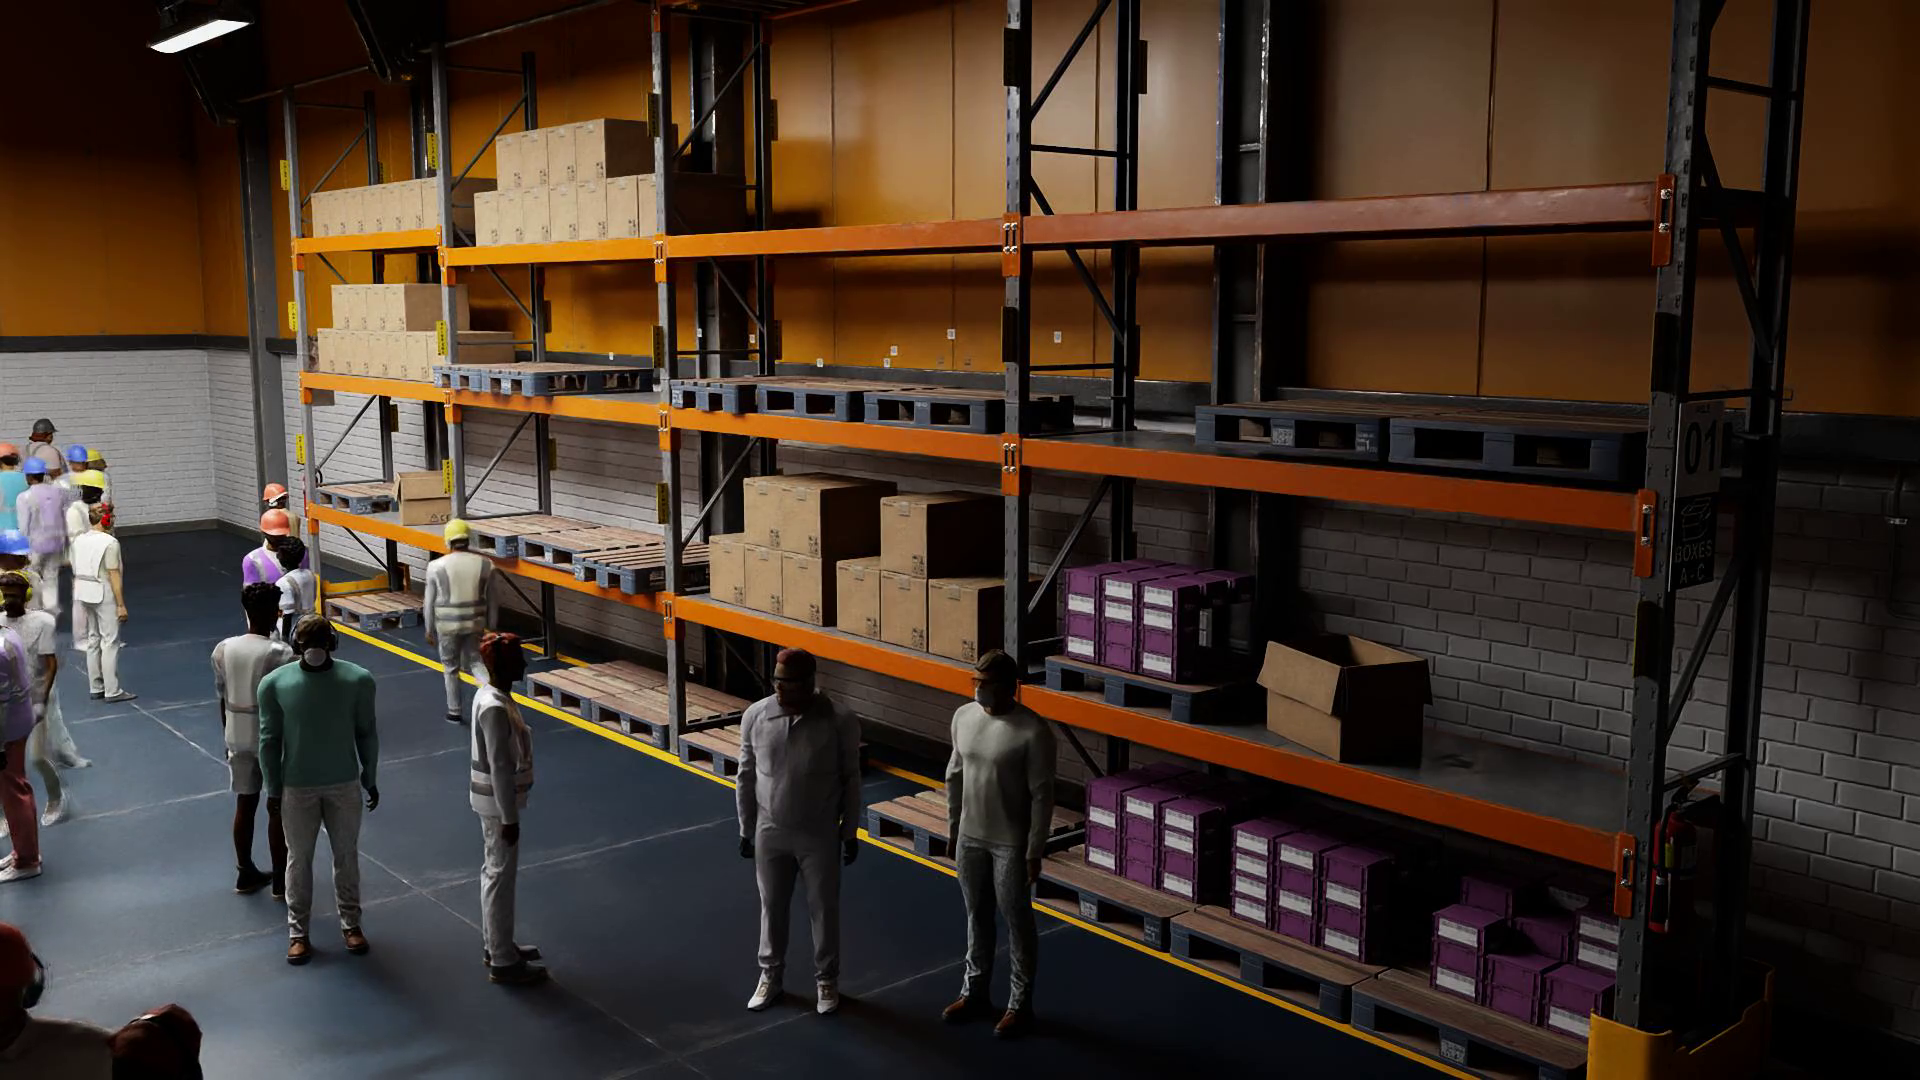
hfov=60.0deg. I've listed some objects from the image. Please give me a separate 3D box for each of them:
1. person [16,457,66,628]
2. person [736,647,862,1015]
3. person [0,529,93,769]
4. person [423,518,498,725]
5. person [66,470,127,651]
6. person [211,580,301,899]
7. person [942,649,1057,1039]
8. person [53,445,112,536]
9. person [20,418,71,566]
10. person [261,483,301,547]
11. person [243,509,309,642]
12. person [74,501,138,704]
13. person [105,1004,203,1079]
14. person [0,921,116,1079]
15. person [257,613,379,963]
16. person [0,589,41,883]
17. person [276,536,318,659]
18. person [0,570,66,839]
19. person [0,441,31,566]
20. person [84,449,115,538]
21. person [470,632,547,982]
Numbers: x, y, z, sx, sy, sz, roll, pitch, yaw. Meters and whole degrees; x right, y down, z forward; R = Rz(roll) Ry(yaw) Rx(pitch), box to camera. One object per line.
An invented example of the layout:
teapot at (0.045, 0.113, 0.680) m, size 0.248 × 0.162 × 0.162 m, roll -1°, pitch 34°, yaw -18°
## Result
person at (-10.124, 0.050, 18.364) m, size 0.466 × 1.929 × 0.619 m, roll 3°, pitch 9°, yaw 22°
person at (-0.832, 1.483, 8.509) m, size 0.650 × 1.904 × 0.401 m, roll 1°, pitch 8°, yaw 7°
person at (-7.313, 0.856, 12.878) m, size 0.961 × 1.904 × 0.620 m, roll 3°, pitch 9°, yaw 18°
person at (-4.250, 0.712, 14.180) m, size 0.611 × 1.810 × 0.555 m, roll -5°, pitch 10°, yaw -30°
person at (-8.978, 0.221, 17.289) m, size 0.660 × 1.895 × 0.624 m, roll 0°, pitch 8°, yaw 3°
person at (-4.257, 1.219, 10.177) m, size 0.598 × 1.958 × 0.369 m, roll 2°, pitch 8°, yaw 15°
person at (0.183, 1.496, 8.305) m, size 0.632 × 1.940 × 0.372 m, roll 6°, pitch 10°, yaw 37°
person at (-10.755, -0.223, 20.332) m, size 0.844 × 1.918 × 0.596 m, roll 7°, pitch 11°, yaw 40°
person at (-12.550, -0.663, 22.954) m, size 0.676 × 2.000 × 0.536 m, roll 4°, pitch 9°, yaw 27°
person at (-7.159, 0.272, 17.515) m, size 0.353 × 1.737 × 0.570 m, roll 1°, pitch 8°, yaw 7°
person at (-5.708, 0.685, 14.003) m, size 0.550 × 1.925 × 0.392 m, roll -8°, pitch 11°, yaw -43°
person at (-7.800, 0.569, 15.108) m, size 0.560 × 1.836 × 0.394 m, roll 5°, pitch 10°, yaw 31°
person at (-1.993, 2.102, 4.310) m, size 0.585 × 1.879 × 0.368 m, roll 2°, pitch 8°, yaw 11°
person at (-2.619, 2.001, 4.642) m, size 0.635 × 1.985 × 0.414 m, roll -3°, pitch 9°, yaw -20°
person at (-3.548, 1.360, 9.249) m, size 0.628 × 1.940 × 0.373 m, roll -4°, pitch 9°, yaw -25°
person at (-6.056, 1.196, 10.479) m, size 0.407 × 1.919 × 0.582 m, roll -3°, pitch 9°, yaw -23°
person at (-5.538, 0.808, 13.914) m, size 0.322 × 1.697 × 0.533 m, roll 1°, pitch 8°, yaw 5°
person at (-6.397, 1.105, 11.352) m, size 0.521 × 1.844 × 0.586 m, roll -1°, pitch 8°, yaw -4°
person at (-11.082, -0.144, 19.464) m, size 0.902 × 2.016 × 0.629 m, roll 5°, pitch 10°, yaw 32°
person at (-11.229, -0.322, 21.668) m, size 0.489 × 1.730 × 0.324 m, roll 5°, pitch 10°, yaw 31°
person at (-2.457, 1.428, 8.969) m, size 0.354 × 1.883 × 0.572 m, roll -3°, pitch 9°, yaw -19°
